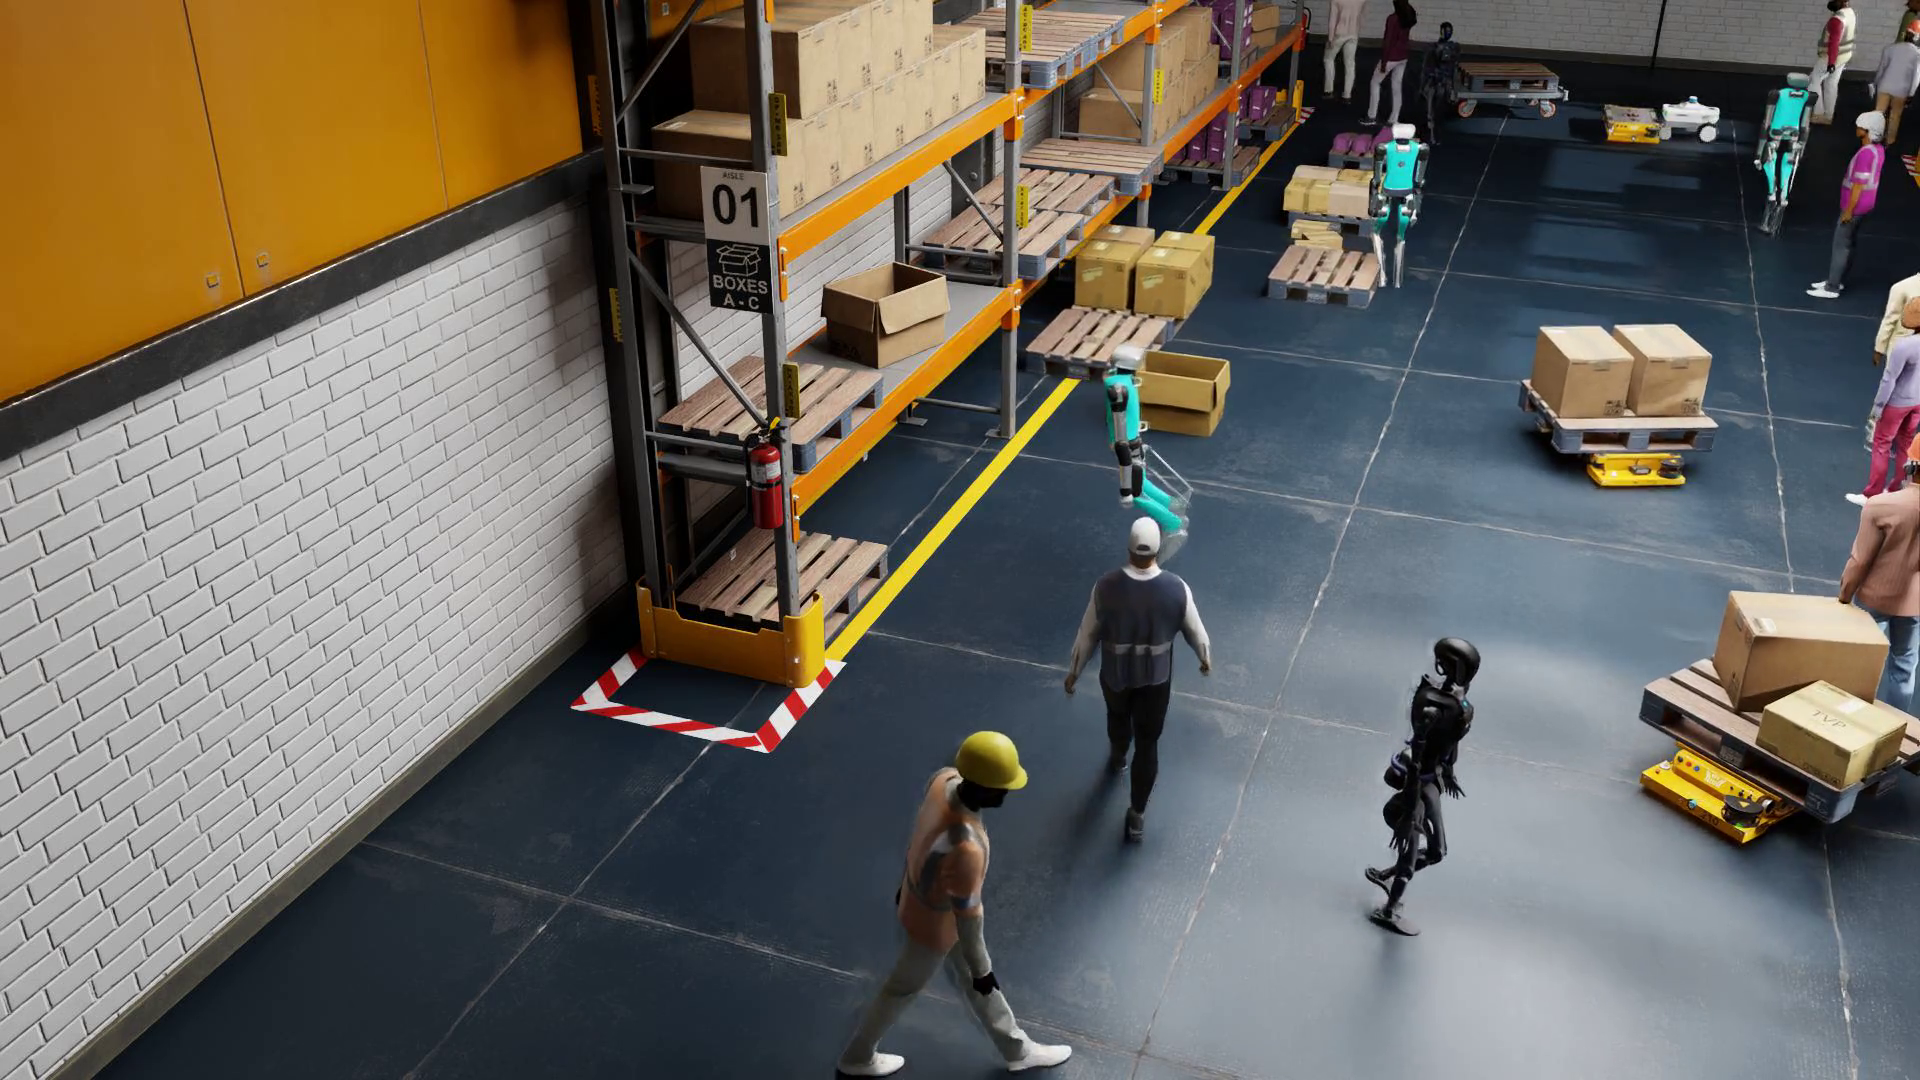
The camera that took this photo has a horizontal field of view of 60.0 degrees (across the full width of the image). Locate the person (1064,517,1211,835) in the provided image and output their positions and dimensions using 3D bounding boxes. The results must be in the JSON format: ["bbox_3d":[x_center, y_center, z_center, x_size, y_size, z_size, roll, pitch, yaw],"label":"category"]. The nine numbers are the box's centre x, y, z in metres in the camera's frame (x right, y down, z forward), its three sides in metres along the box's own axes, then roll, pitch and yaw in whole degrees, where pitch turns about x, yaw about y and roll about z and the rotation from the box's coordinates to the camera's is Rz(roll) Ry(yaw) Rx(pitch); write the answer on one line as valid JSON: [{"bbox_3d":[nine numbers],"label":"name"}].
[{"bbox_3d":[0.957,0.660,8.890,0.779,1.704,0.919,3,27,6],"label":"person"}]

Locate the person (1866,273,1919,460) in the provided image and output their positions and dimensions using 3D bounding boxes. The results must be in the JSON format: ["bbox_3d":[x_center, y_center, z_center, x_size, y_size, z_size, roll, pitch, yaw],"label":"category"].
[{"bbox_3d":[7.528,-1.533,13.132,0.570,1.720,0.576,-6,28,-12],"label":"person"}]

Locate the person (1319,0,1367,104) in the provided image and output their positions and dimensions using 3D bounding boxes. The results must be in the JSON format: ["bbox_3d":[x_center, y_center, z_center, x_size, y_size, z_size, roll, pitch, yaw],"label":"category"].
[{"bbox_3d":[5.566,-7.353,24.224,0.643,1.916,0.710,-7,28,-13],"label":"person"}]

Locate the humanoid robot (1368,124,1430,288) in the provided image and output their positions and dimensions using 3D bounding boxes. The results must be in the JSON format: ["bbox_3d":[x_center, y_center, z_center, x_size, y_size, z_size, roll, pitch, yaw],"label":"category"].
[{"bbox_3d":[4.313,-3.314,16.633,0.538,1.808,0.817,3,27,6],"label":"humanoid robot"}]

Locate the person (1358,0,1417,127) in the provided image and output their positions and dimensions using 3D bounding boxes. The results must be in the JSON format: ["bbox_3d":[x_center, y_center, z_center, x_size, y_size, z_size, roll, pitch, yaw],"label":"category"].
[{"bbox_3d":[5.888,-6.638,22.828,0.496,1.918,0.751,-14,30,-25],"label":"person"}]

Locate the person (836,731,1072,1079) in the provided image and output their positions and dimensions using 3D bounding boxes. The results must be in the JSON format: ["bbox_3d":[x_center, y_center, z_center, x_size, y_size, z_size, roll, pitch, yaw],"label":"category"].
[{"bbox_3d":[-0.051,1.576,6.981,1.069,1.831,0.592,0,27,-1],"label":"person"}]

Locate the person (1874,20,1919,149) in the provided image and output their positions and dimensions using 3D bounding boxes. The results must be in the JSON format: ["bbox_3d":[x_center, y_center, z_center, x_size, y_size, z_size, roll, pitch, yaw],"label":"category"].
[{"bbox_3d":[12.130,-5.868,21.579,0.559,1.691,0.926,21,34,35],"label":"person"}]

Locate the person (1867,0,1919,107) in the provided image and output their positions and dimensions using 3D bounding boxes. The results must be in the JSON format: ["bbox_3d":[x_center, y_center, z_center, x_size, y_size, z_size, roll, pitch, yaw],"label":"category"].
[{"bbox_3d":[13.578,-7.073,23.995,0.515,1.617,0.502,5,28,10],"label":"person"}]

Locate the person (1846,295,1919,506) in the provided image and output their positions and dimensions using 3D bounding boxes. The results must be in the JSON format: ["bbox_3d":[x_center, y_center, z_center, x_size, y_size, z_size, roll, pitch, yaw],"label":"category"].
[{"bbox_3d":[6.913,-1.003,12.216,0.514,1.626,0.287,-10,29,-19],"label":"person"}]

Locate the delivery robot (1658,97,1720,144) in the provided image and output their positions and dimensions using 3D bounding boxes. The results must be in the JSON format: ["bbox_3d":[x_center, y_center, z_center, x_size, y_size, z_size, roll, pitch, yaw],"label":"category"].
[{"bbox_3d":[9.871,-5.668,22.438,0.774,0.599,0.499,8,28,15],"label":"delivery robot"}]

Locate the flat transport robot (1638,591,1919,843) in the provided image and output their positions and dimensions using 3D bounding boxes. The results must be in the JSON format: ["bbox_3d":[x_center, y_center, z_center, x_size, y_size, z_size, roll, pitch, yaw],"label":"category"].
[{"bbox_3d":[4.567,1.239,9.346,1.431,0.231,0.659,-16,31,-28],"label":"flat transport robot"}]

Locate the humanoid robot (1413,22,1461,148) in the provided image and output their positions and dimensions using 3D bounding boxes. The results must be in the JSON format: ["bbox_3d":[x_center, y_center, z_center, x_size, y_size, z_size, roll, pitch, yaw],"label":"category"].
[{"bbox_3d":[6.296,-5.998,21.899,0.612,1.617,0.794,-7,28,-13],"label":"humanoid robot"}]

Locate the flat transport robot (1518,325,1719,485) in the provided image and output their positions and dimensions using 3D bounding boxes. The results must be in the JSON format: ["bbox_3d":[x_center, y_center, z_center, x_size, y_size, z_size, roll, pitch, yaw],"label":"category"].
[{"bbox_3d":[5.201,-0.806,13.315,0.659,0.231,1.431,-1,27,-1],"label":"flat transport robot"}]

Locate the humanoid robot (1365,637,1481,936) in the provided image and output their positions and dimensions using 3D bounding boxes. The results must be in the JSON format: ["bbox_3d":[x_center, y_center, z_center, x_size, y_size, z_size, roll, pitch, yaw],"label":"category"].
[{"bbox_3d":[2.198,1.174,7.936,0.348,1.637,0.588,18,32,31],"label":"humanoid robot"}]

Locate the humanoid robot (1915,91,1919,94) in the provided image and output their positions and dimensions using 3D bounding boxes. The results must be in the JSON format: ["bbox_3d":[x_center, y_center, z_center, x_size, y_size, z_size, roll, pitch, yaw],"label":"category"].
[{"bbox_3d":[14.521,-7.385,24.524,0.315,1.657,0.599,-13,30,-23],"label":"humanoid robot"}]

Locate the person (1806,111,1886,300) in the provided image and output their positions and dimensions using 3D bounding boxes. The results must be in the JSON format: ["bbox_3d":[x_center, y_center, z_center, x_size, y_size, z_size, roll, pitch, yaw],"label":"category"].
[{"bbox_3d":[8.825,-3.314,16.464,0.393,1.843,0.523,21,34,34],"label":"person"}]

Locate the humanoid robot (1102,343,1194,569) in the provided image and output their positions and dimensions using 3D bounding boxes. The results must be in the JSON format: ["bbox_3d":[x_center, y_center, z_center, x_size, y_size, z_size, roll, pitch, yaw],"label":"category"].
[{"bbox_3d":[1.279,-0.447,10.921,0.734,1.718,0.530,4,28,8],"label":"humanoid robot"}]

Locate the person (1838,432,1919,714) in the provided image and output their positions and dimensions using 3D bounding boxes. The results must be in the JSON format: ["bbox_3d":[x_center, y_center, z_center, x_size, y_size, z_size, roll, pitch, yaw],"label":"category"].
[{"bbox_3d":[5.204,0.307,9.274,0.621,1.991,0.395,3,27,5],"label":"person"}]

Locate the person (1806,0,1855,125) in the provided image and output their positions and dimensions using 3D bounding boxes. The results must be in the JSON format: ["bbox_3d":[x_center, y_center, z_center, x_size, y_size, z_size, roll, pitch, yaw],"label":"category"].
[{"bbox_3d":[12.018,-6.646,22.964,0.483,1.818,0.630,24,36,38],"label":"person"}]

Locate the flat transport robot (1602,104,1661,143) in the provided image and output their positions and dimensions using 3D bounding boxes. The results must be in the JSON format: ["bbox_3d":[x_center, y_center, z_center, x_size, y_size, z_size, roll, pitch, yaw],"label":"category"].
[{"bbox_3d":[9.202,-5.709,22.825,0.659,0.231,1.431,8,28,14],"label":"flat transport robot"}]

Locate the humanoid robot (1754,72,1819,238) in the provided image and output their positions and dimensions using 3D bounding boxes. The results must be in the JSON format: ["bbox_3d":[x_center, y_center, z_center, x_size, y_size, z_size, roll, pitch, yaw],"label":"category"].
[{"bbox_3d":[9.042,-4.101,18.228,0.551,1.913,0.716,1,27,2],"label":"humanoid robot"}]
